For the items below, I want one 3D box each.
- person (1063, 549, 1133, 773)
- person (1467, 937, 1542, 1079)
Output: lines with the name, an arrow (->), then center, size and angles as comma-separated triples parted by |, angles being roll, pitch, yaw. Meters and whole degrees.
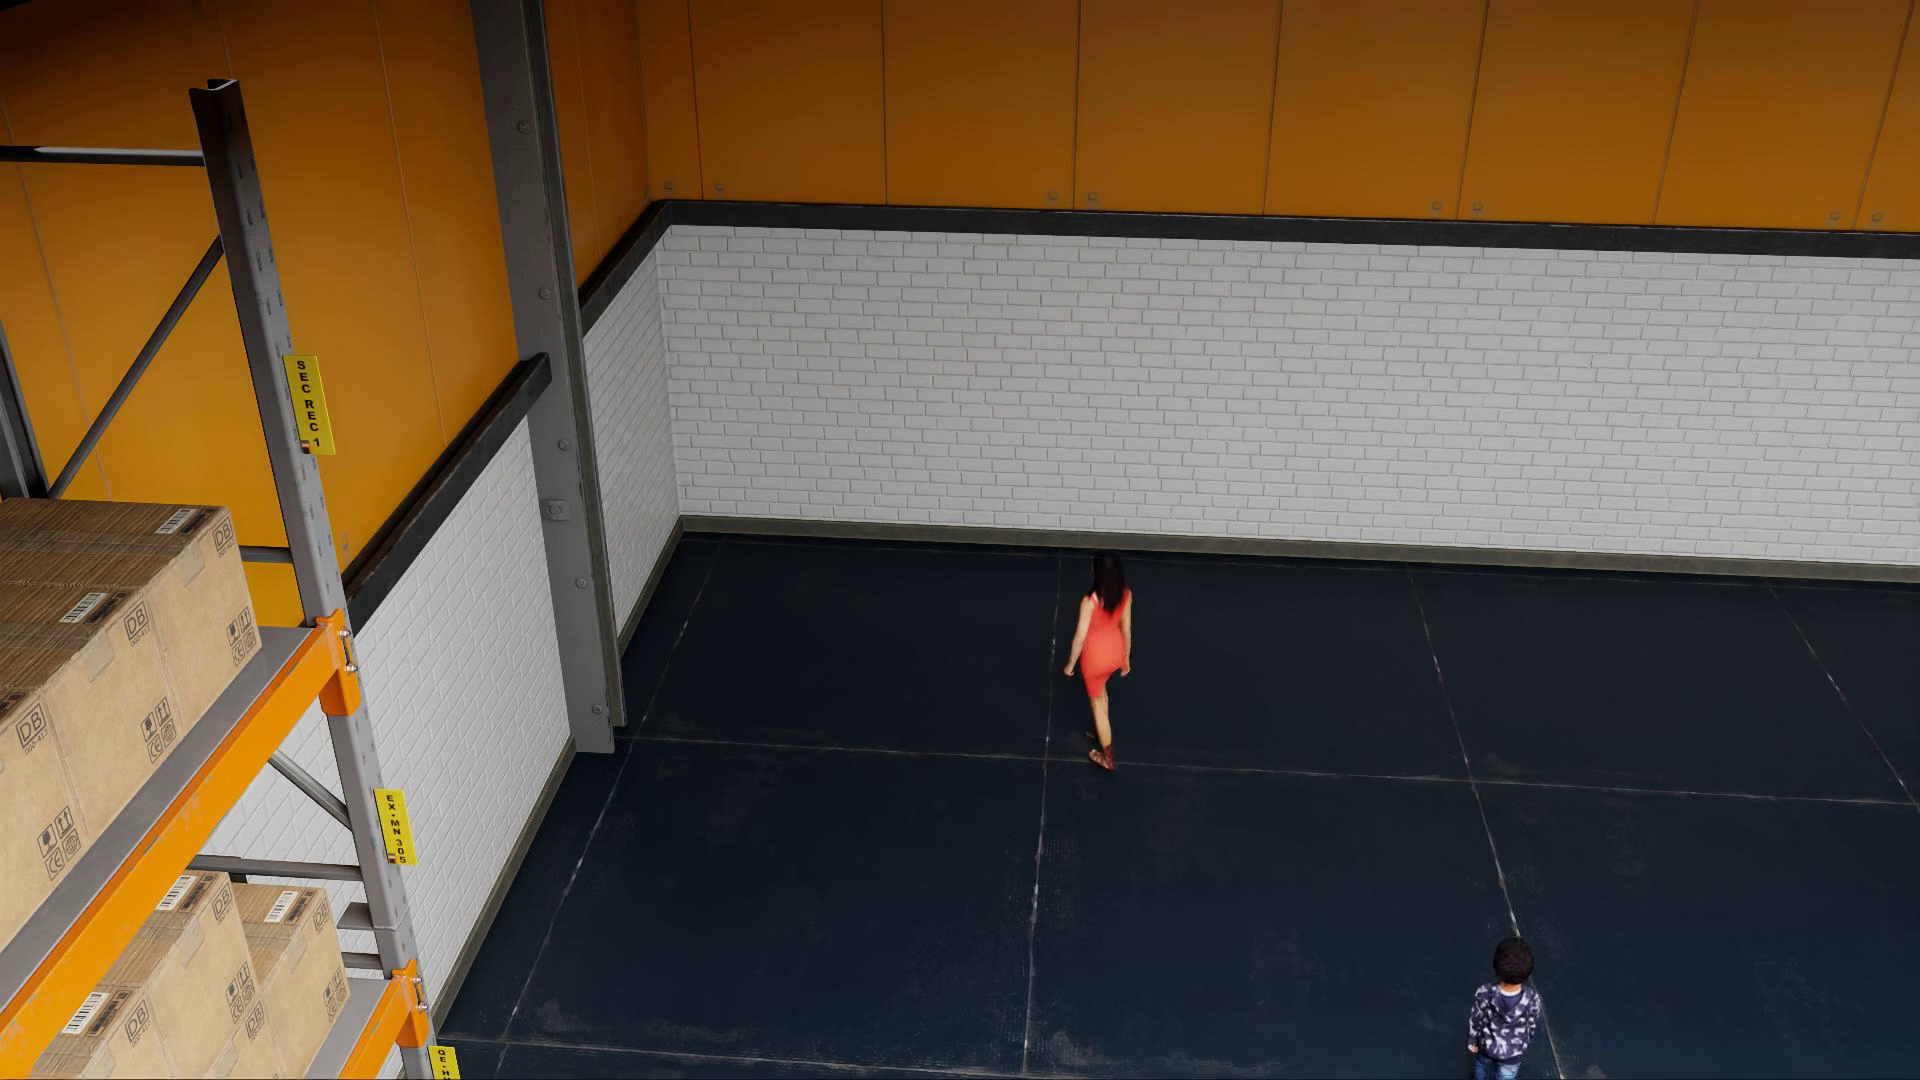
person -> 1.026, 0.867, 11.433 | 0.746, 1.702, 0.806 | -21, 35, -33
person -> 2.835, 2.636, 8.686 | 0.633, 1.228, 0.900 | 10, 30, 18
